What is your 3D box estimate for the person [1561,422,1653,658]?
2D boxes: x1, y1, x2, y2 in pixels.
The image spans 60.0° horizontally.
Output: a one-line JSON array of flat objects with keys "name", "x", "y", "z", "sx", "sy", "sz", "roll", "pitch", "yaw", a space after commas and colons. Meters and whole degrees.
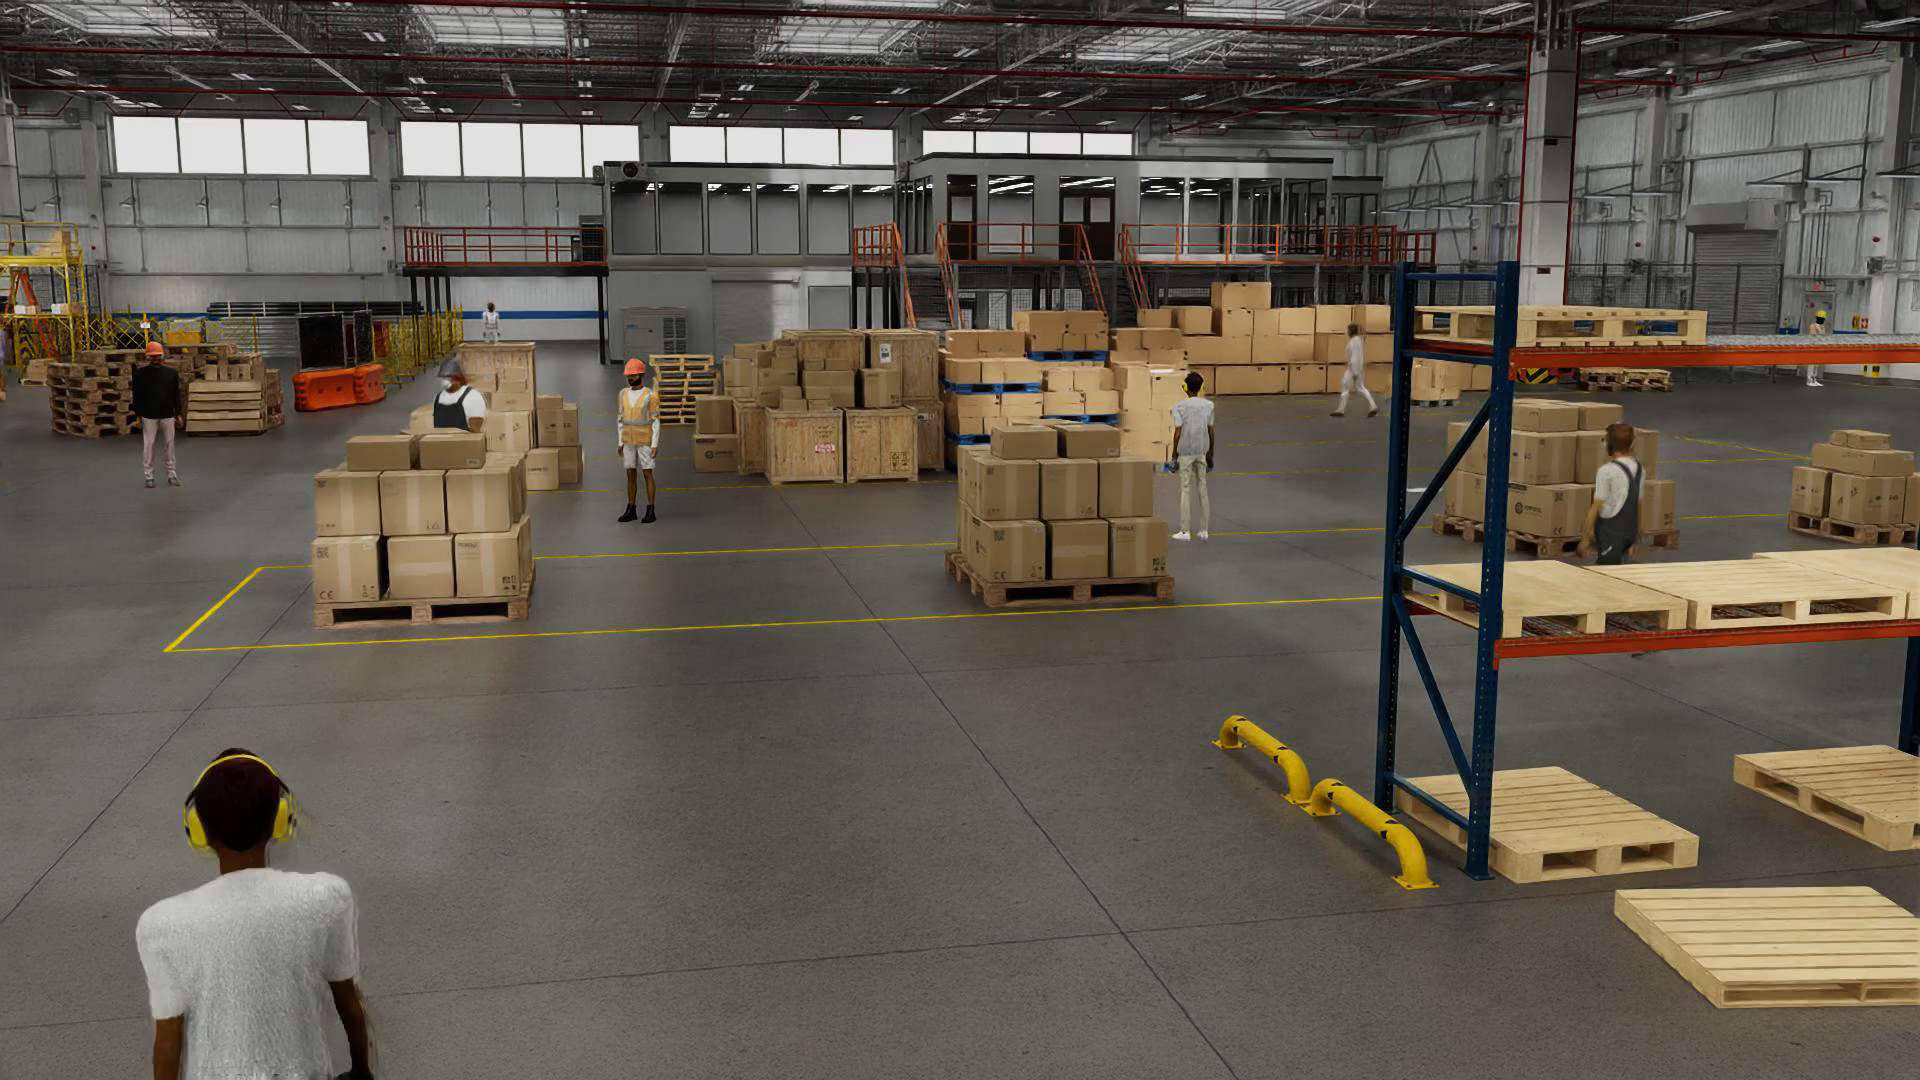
[{"name": "person", "x": 5.132, "y": -0.011, "z": 12.934, "sx": 0.511, "sy": 1.819, "sz": 0.901, "roll": -7, "pitch": 12, "yaw": -37}]

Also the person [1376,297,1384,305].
[{"name": "person", "x": 14.453, "y": -7.452, "z": 57.769, "sx": 0.770, "sy": 1.991, "sz": 0.500, "roll": -4, "pitch": 10, "yaw": -23}]

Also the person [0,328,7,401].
[{"name": "person", "x": -21.724, "y": -4.111, "z": 37.321, "sx": 0.599, "sy": 2.012, "sz": 0.640, "roll": 5, "pitch": 10, "yaw": 26}]

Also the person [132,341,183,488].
[{"name": "person", "x": -10.981, "y": -1.717, "z": 22.778, "sx": 0.608, "sy": 1.996, "sz": 0.379, "roll": -7, "pitch": 12, "yaw": -37}]

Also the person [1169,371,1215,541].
[{"name": "person", "x": 2.553, "y": -0.920, "z": 18.306, "sx": 0.526, "sy": 1.869, "sz": 0.315, "roll": -3, "pitch": 10, "yaw": -16}]

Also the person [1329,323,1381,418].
[{"name": "person", "x": 7.949, "y": -3.381, "z": 33.229, "sx": 0.968, "sy": 1.909, "sz": 0.646, "roll": 4, "pitch": 10, "yaw": 25}]

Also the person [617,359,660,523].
[{"name": "person", "x": -3.795, "y": -1.162, "z": 19.573, "sx": 0.543, "sy": 1.938, "sz": 0.356, "roll": 3, "pitch": 10, "yaw": 18}]

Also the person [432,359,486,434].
[{"name": "person", "x": -5.677, "y": -1.084, "z": 18.783, "sx": 0.680, "sy": 2.000, "sz": 1.022, "roll": 3, "pitch": 10, "yaw": 16}]

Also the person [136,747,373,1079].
[{"name": "person", "x": -1.690, "y": 1.431, "z": 4.084, "sx": 0.518, "sy": 1.845, "sz": 0.797, "roll": -5, "pitch": 11, "yaw": -29}]

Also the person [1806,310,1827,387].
[{"name": "person", "x": 21.661, "y": -4.844, "z": 42.043, "sx": 0.587, "sy": 1.930, "sz": 0.360, "roll": -7, "pitch": 12, "yaw": -38}]

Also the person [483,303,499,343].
[{"name": "person", "x": -15.329, "y": -6.826, "z": 54.390, "sx": 0.577, "sy": 1.845, "sz": 0.638, "roll": -6, "pitch": 11, "yaw": -35}]
